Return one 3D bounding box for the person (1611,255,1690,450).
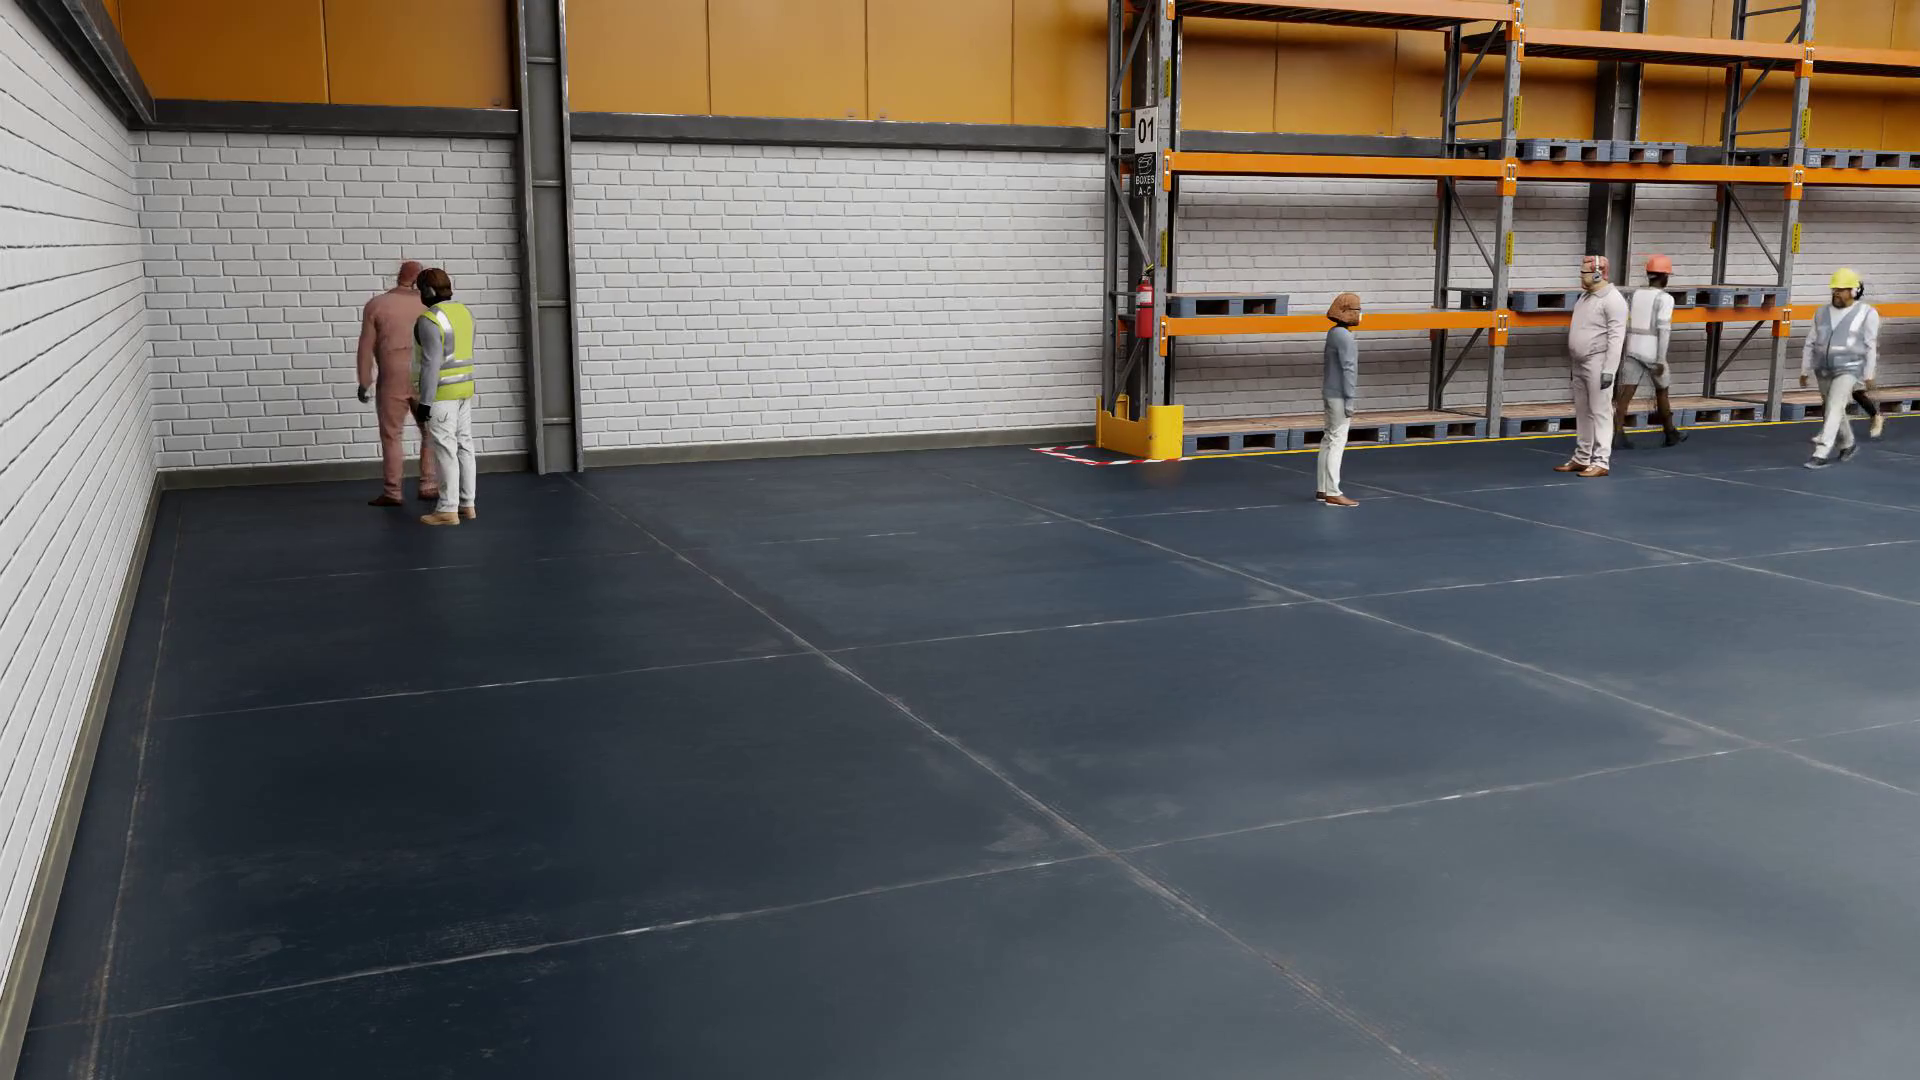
[{"bbox_3d":[6.761,-1.825,16.250,0.980,1.883,0.562,-5,12,-28],"label":"person"}]

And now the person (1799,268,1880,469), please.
[{"bbox_3d":[7.951,-1.556,15.035,0.919,1.791,0.606,-6,12,-31],"label":"person"}]

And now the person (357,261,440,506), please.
[{"bbox_3d":[-4.275,-1.201,12.839,0.710,1.873,0.424,-6,12,-29],"label":"person"}]

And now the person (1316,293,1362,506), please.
[{"bbox_3d":[2.933,-1.083,12.828,0.269,1.632,0.504,0,10,-3],"label":"person"}]

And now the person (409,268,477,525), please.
[{"bbox_3d":[-3.717,-1.026,11.950,0.429,1.838,0.621,2,10,12],"label":"person"}]

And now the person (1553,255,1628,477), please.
[{"bbox_3d":[5.454,-1.496,14.378,0.399,1.905,0.642,-1,10,-8],"label":"person"}]

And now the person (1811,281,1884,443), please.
[{"bbox_3d":[8.985,-1.799,16.716,0.720,1.674,0.539,-5,11,-25],"label":"person"}]
